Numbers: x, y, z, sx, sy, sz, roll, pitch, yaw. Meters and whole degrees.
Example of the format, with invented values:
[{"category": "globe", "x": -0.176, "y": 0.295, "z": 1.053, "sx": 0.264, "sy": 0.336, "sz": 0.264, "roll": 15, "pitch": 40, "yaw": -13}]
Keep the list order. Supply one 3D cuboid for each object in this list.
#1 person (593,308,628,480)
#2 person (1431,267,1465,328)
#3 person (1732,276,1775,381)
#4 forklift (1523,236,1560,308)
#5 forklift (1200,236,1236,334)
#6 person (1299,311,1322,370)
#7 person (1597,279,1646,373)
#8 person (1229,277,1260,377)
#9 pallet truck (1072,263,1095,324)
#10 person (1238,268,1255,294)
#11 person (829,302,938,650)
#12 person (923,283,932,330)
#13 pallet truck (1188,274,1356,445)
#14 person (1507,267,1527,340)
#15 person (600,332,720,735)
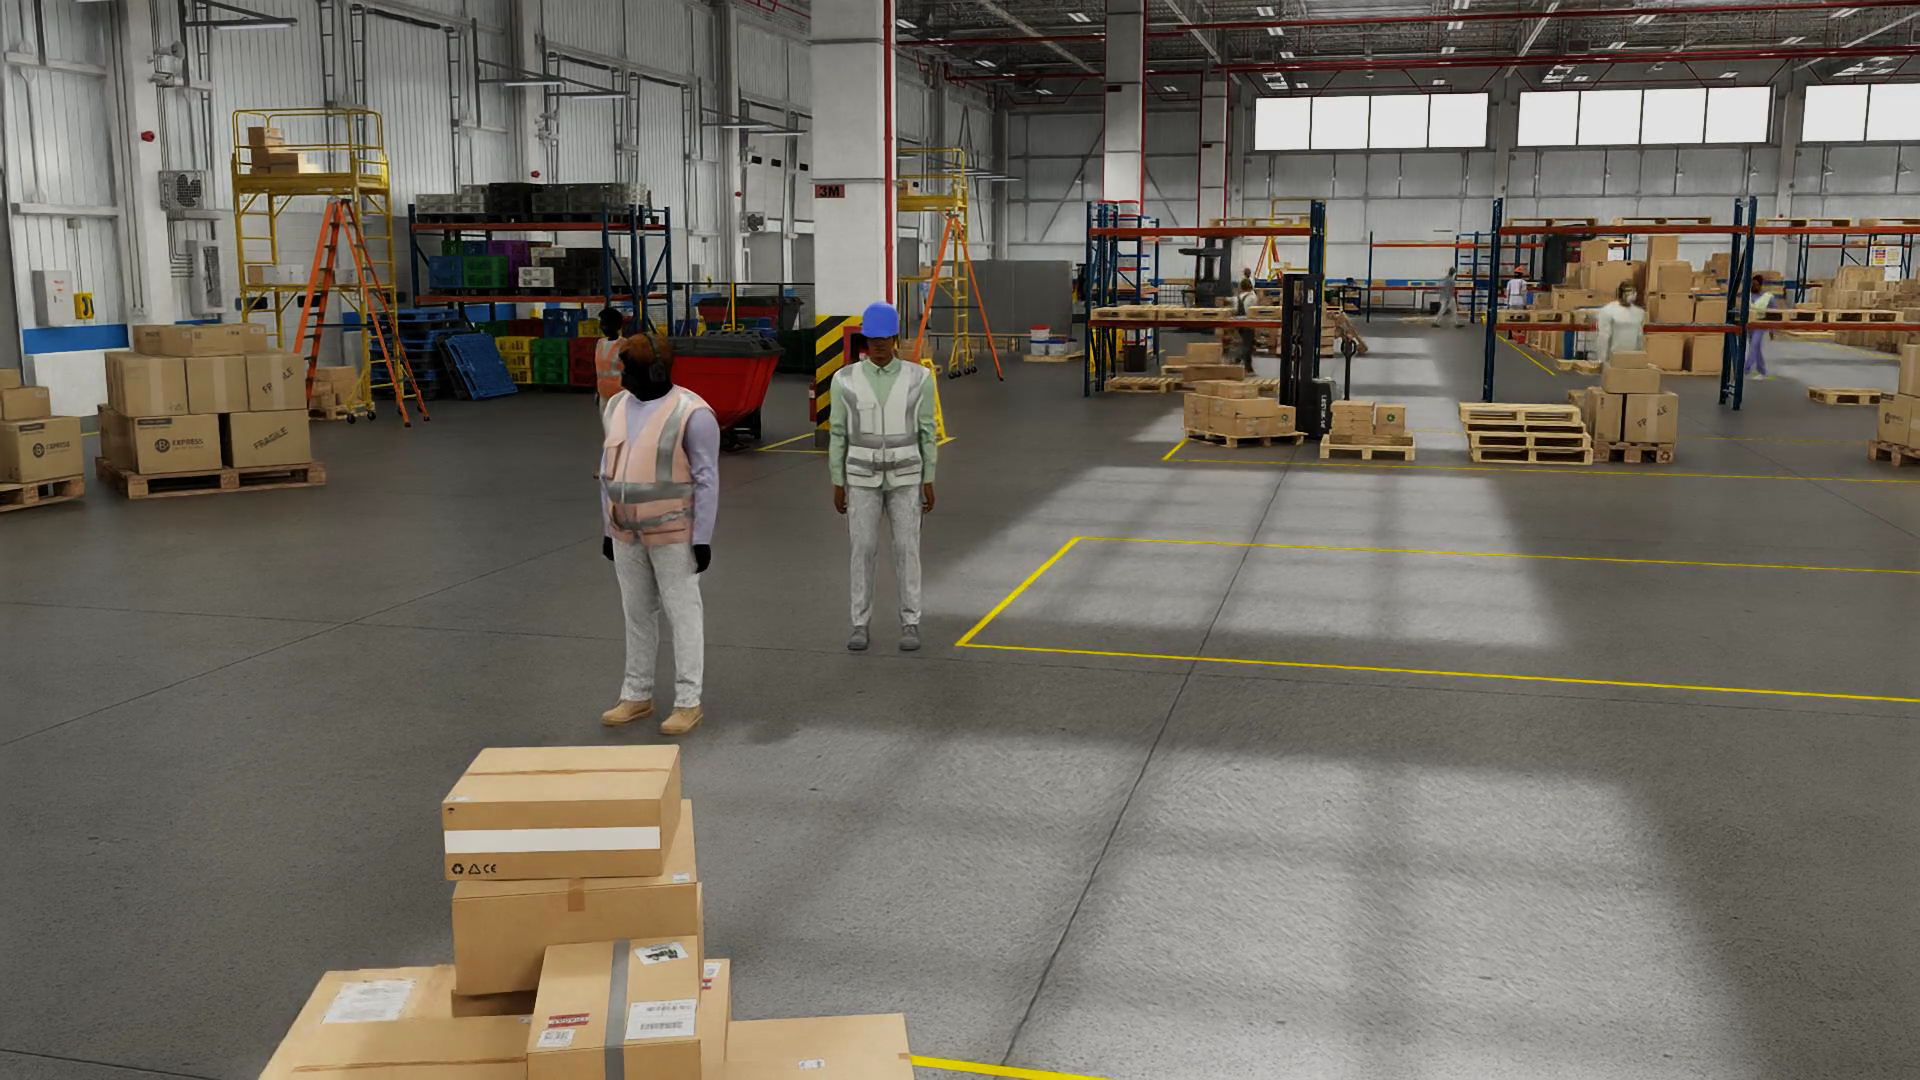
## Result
[{"category": "person", "x": -3.367, "y": -1.414, "z": 16.225, "sx": 0.531, "sy": 1.692, "sz": 0.320, "roll": 7, "pitch": 12, "yaw": 36}, {"category": "person", "x": 15.041, "y": -7.455, "z": 51.232, "sx": 1.009, "sy": 1.899, "sz": 0.641, "roll": 0, "pitch": 10, "yaw": 3}, {"category": "person", "x": 14.042, "y": -3.735, "z": 29.403, "sx": 1.023, "sy": 1.861, "sz": 0.610, "roll": -5, "pitch": 11, "yaw": -27}, {"category": "forklift", "x": 18.427, "y": -8.095, "z": 52.067, "sx": 1.873, "sy": 2.768, "sz": 1.129, "roll": 1, "pitch": 10, "yaw": 7}, {"category": "forklift", "x": 7.299, "y": -7.241, "z": 47.041, "sx": 1.873, "sy": 2.768, "sz": 1.129, "roll": -6, "pitch": 11, "yaw": -30}, {"category": "person", "x": 6.761, "y": -4.125, "z": 32.053, "sx": 0.484, "sy": 1.739, "sz": 0.320, "roll": -3, "pitch": 10, "yaw": -19}, {"category": "person", "x": 7.958, "y": -2.191, "z": 20.112, "sx": 0.642, "sy": 1.926, "sz": 0.645, "roll": -3, "pitch": 10, "yaw": -15}, {"category": "person", "x": 5.174, "y": -3.862, "z": 30.261, "sx": 0.670, "sy": 1.821, "sz": 0.538, "roll": -6, "pitch": 11, "yaw": -33}, {"category": "pallet truck", "x": 4.325, "y": -8.180, "z": 55.162, "sx": 0.823, "sy": 1.965, "sz": 1.885, "roll": 6, "pitch": 11, "yaw": 31}, {"category": "person", "x": 8.777, "y": -7.356, "z": 50.705, "sx": 0.588, "sy": 1.855, "sz": 0.799, "roll": -3, "pitch": 10, "yaw": -15}, {"category": "person", "x": -0.422, "y": -0.341, "z": 9.200, "sx": 0.609, "sy": 1.939, "sz": 0.414, "roll": 0, "pitch": 10, "yaw": -2}, {"category": "person", "x": -0.876, "y": -7.347, "z": 50.470, "sx": 0.544, "sy": 1.929, "sz": 0.386, "roll": -7, "pitch": 12, "yaw": -34}, {"category": "pallet truck", "x": 3.653, "y": -2.138, "z": 19.590, "sx": 1.885, "sy": 1.965, "sz": 0.823, "roll": -4, "pitch": 10, "yaw": -20}, {"category": "person", "x": 14.783, "y": -6.273, "z": 44.130, "sx": 0.543, "sy": 1.933, "sz": 0.364, "roll": 9, "pitch": 13, "yaw": 42}, {"category": "person", "x": -1.400, "y": -0.028, "z": 7.637, "sx": 0.623, "sy": 1.840, "sz": 0.430, "roll": 5, "pitch": 11, "yaw": 29}]
